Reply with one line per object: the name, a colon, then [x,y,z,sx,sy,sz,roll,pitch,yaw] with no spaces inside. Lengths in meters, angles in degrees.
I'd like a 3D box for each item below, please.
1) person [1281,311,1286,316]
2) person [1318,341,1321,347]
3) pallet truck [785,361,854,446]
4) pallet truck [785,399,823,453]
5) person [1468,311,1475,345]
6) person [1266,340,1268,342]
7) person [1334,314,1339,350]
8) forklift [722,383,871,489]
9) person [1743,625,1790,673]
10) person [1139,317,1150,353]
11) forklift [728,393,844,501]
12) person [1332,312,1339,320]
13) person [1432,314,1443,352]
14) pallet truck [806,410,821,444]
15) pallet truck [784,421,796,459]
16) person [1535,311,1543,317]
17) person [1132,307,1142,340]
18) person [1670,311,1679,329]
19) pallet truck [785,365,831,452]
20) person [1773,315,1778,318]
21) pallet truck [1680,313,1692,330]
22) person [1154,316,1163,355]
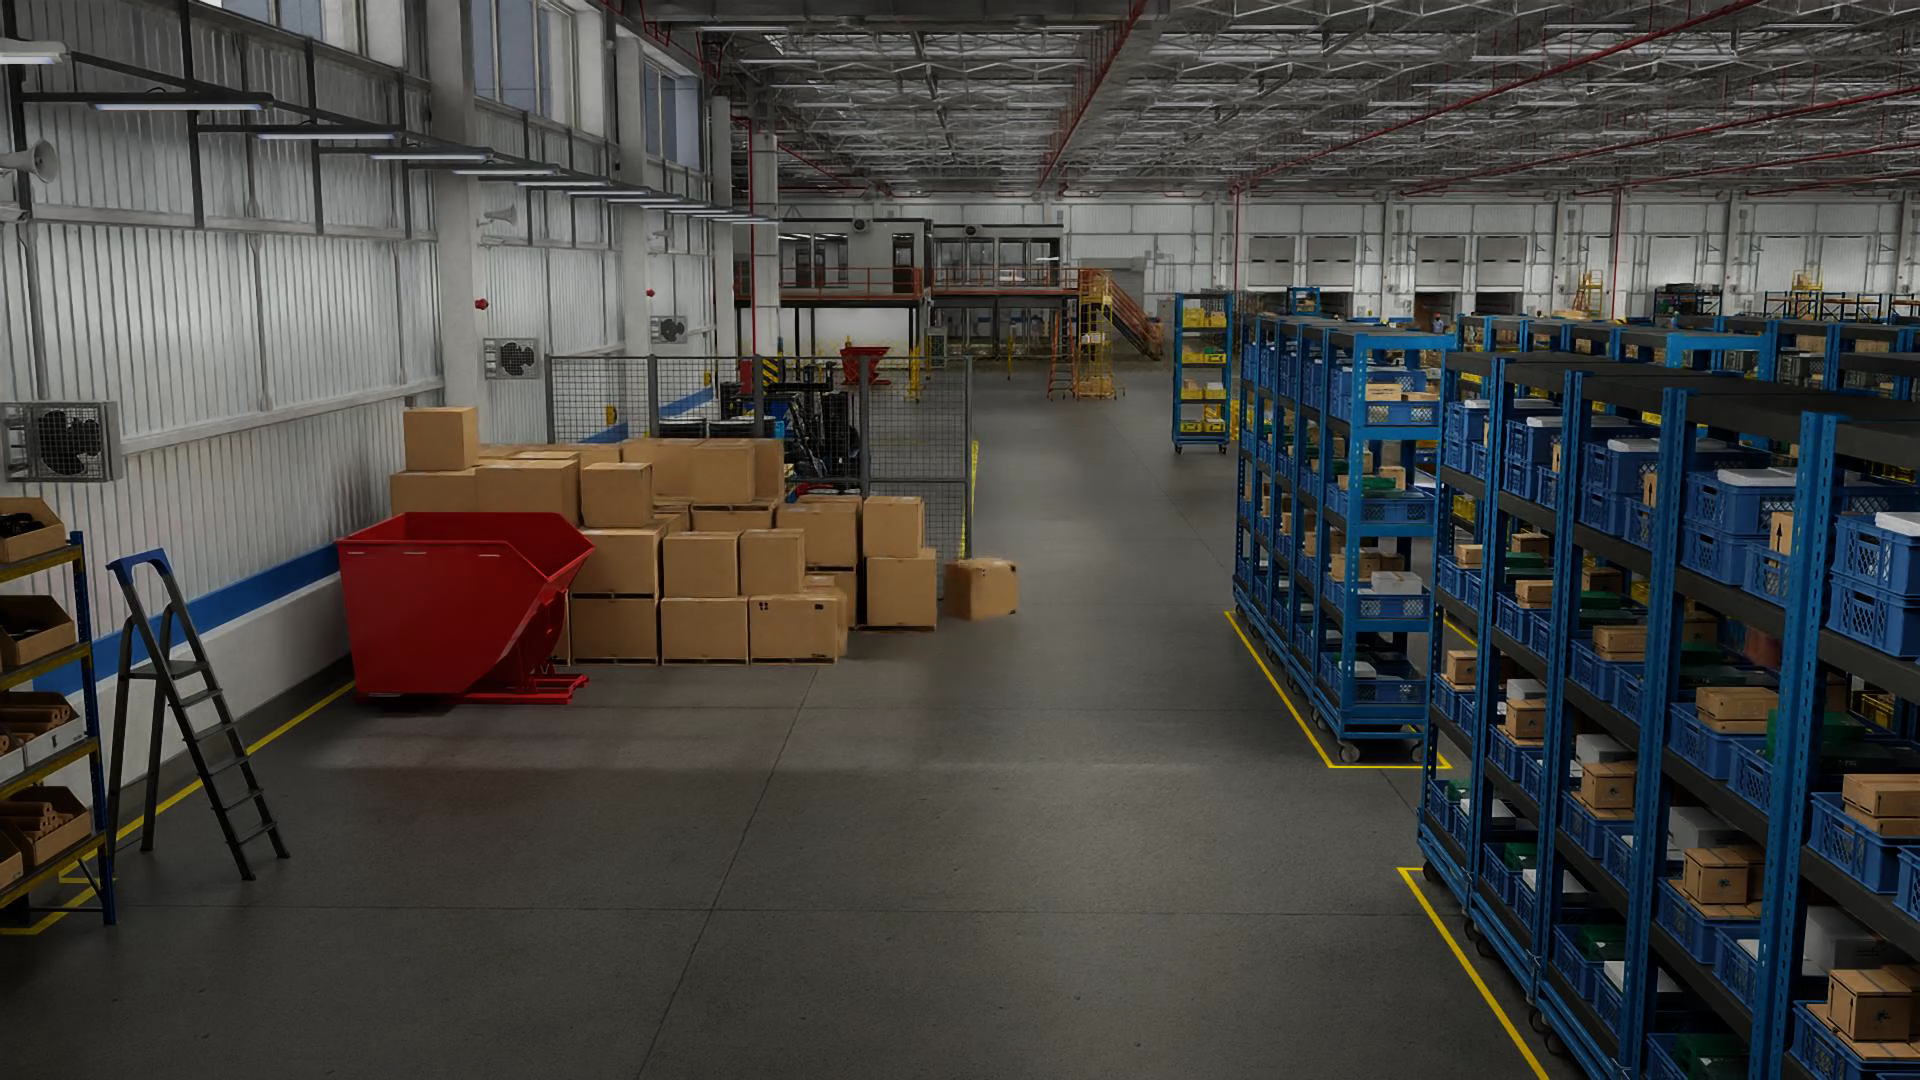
person: [17.533,-11.509,90.498,0.631,1.931,0.467,-4,10,-25]
person: [16.464,-9.036,75.397,0.966,1.868,0.618,-6,11,-32]
pallet truck: [-3.410,-3.193,38.978,1.885,1.965,0.823,0,9,-1]
pallet truck: [-3.814,-2.432,36.419,1.630,1.274,0.653,0,9,1]
person: [28.142,-11.623,91.391,0.329,1.865,0.509,-4,10,-23]
person: [9.806,-5.541,53.730,0.578,1.905,0.856,1,9,8]
person: [18.758,-10.304,83.048,0.592,1.930,0.356,5,10,28]
forklift: [-2.893,-1.687,28.729,2.680,1.987,1.157,0,9,-1]
person: [6.268,1.099,12.575,0.747,1.964,0.620,0,9,3]
person: [9.212,-10.159,82.559,0.517,1.807,0.943,-5,10,-27]
forklift: [-2.979,-1.316,26.476,2.680,1.987,1.157,0,9,1]
person: [19.680,-11.036,87.655,0.616,1.898,0.480,9,13,44]
person: [24.099,-10.461,83.997,0.375,1.935,0.551,-7,12,-37]
pallet truck: [-3.559,-2.018,33.905,1.522,1.261,0.704,0,9,-1]
pallet truck: [-4.013,-1.793,32.705,1.601,1.201,0.680,0,9,1]
person: [32.094,-11.779,92.290,0.573,1.883,0.355,9,13,44]
person: [10.457,-12.677,97.614,0.986,1.947,0.665,-3,10,-17]
person: [38.541,-11.360,89.571,0.384,1.924,0.594,-7,11,-36]
pallet truck: [-3.774,-2.976,37.635,1.885,1.965,0.823,1,9,5]
person: [38.777,-9.727,79.151,0.701,2.000,0.806,3,10,17]
pallet truck: [36.315,-10.531,84.244,0.823,1.965,1.885,-6,11,-33]
person: [9.583,-9.865,80.441,0.577,1.891,0.414,-9,13,-43]
